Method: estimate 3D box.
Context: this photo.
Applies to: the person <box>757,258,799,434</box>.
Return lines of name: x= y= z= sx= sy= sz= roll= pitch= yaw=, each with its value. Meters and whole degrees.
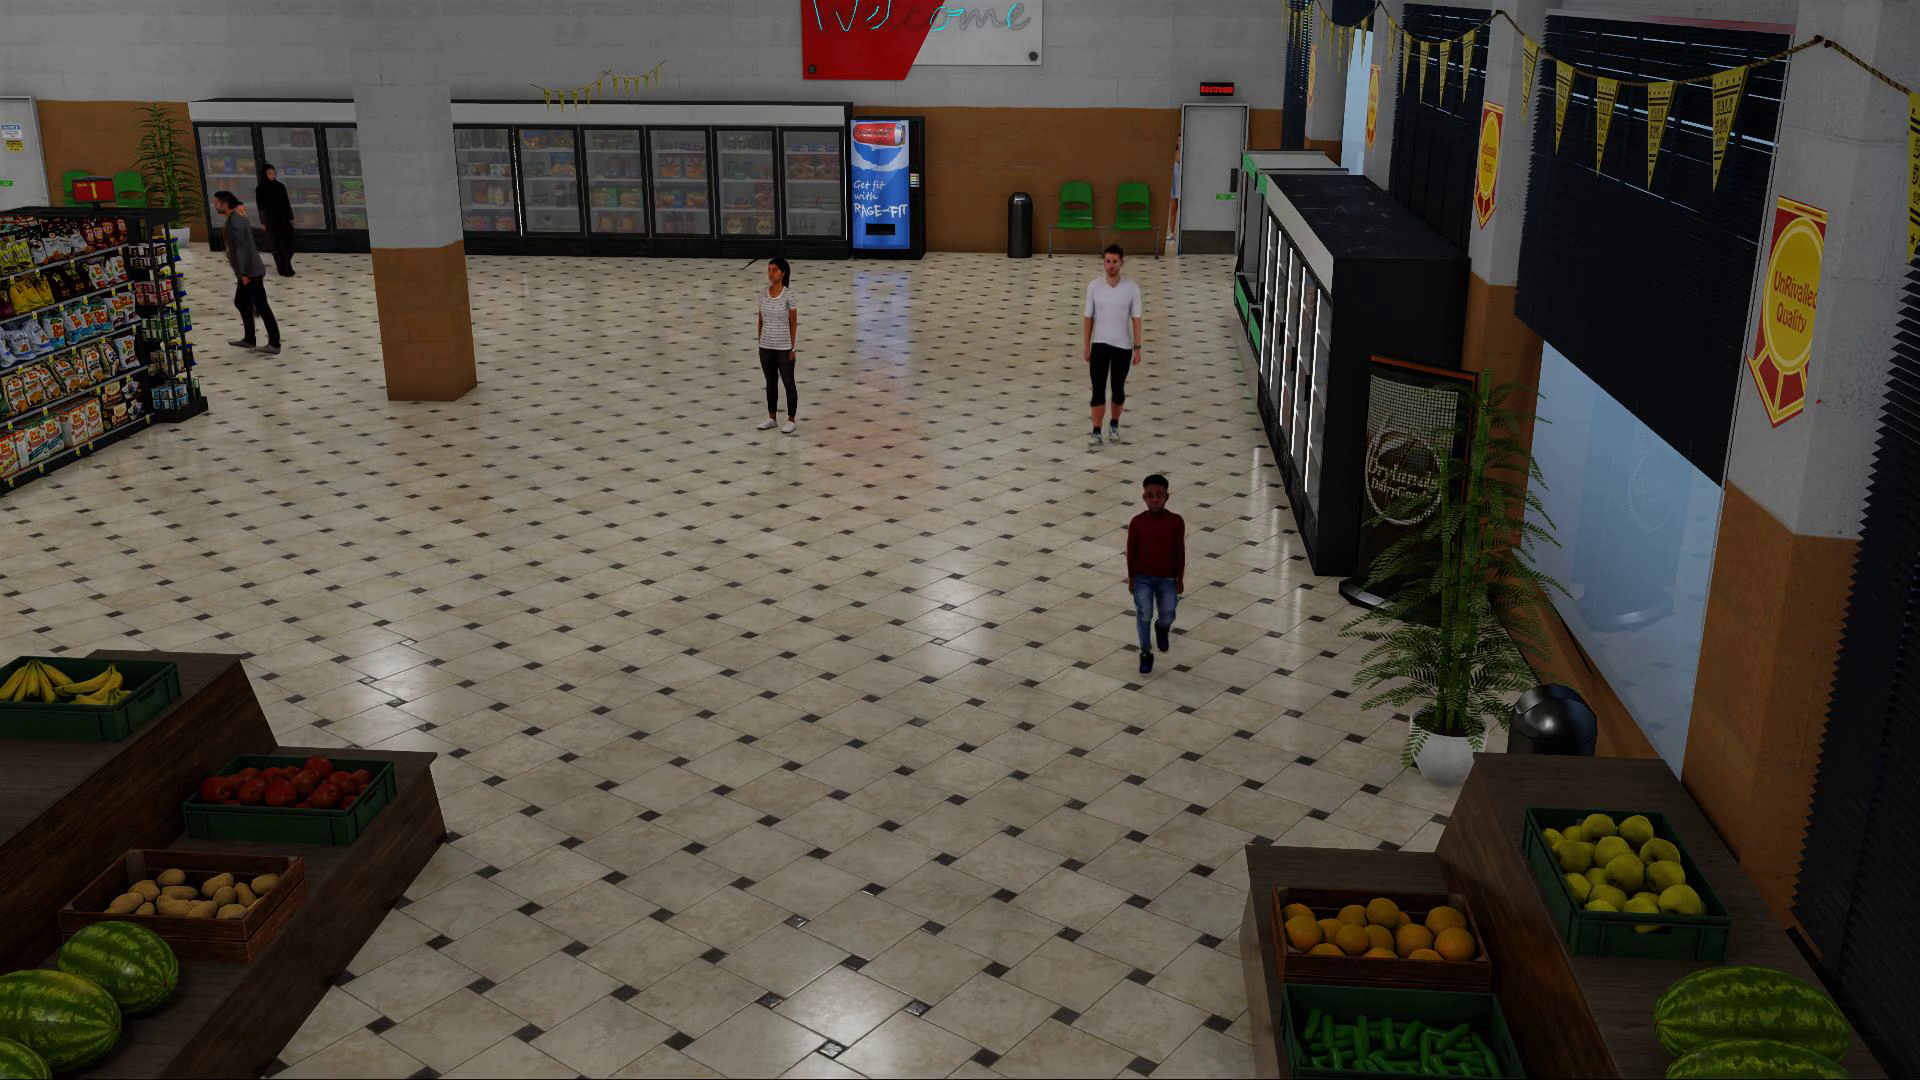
person: x=-1.713 y=-1.838 z=15.668 sx=0.648 sy=1.644 sz=0.661 roll=10 pitch=21 yaw=27

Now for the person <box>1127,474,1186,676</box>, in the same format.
person: x=1.208 y=0.189 z=10.279 sx=0.516 sy=1.247 sz=0.678 roll=2 pitch=19 yaw=7

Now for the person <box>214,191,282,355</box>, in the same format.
person: x=-8.031 y=-3.038 z=18.912 sx=0.925 sy=1.847 sz=0.883 roll=-8 pitch=20 yaw=-24

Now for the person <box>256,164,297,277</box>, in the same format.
person: x=-9.886 y=-4.625 z=24.010 sx=0.966 sy=1.596 sz=1.026 roll=-17 pitch=25 yaw=-41

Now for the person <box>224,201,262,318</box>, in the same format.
person: x=-9.154 y=-3.562 z=21.087 sx=0.695 sy=1.448 sz=0.633 roll=5 pitch=19 yaw=14

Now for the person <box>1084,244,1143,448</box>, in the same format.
person: x=1.403 y=-1.781 z=15.225 sx=0.750 sy=1.820 sz=1.109 roll=3 pitch=19 yaw=8
